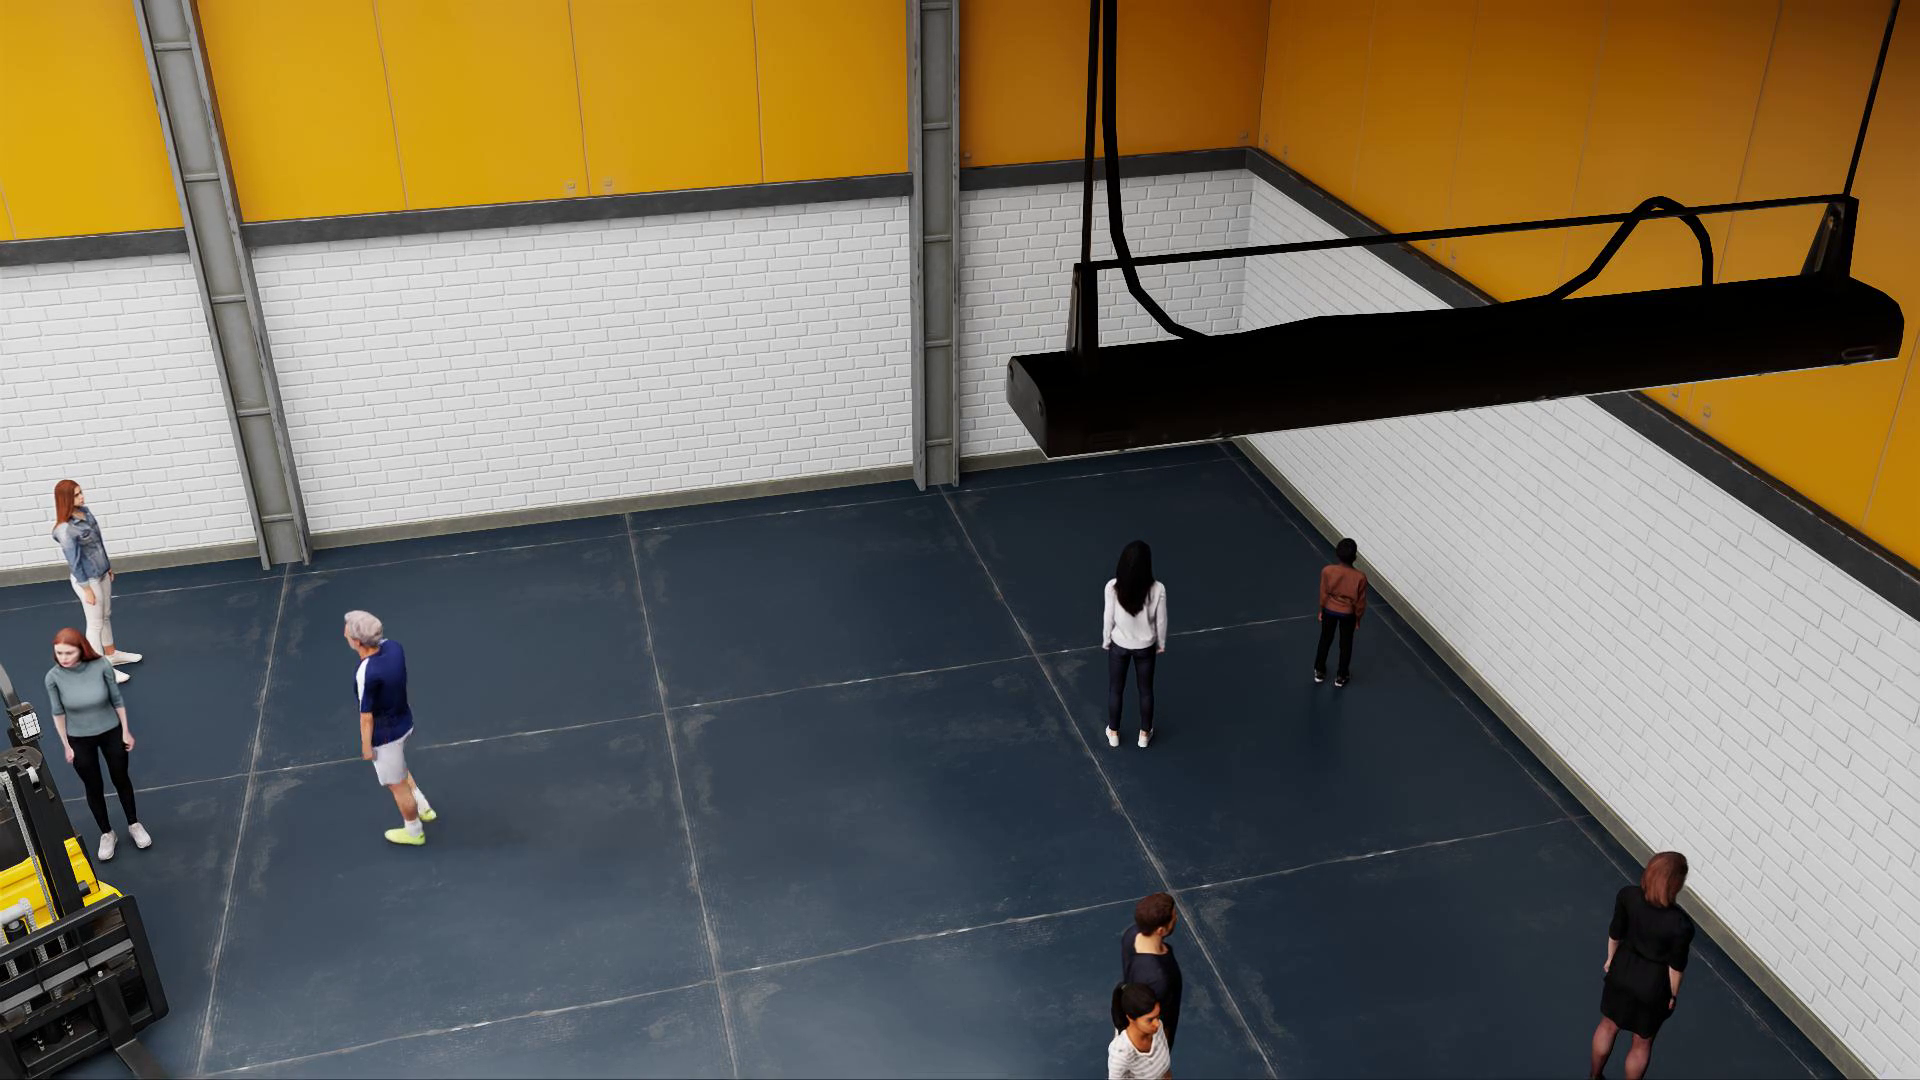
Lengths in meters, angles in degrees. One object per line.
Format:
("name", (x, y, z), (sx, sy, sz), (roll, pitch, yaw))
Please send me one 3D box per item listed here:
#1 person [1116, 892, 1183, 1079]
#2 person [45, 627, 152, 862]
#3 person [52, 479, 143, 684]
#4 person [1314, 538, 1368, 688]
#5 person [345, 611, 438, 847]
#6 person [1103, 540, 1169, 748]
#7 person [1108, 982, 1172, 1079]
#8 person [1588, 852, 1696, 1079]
("person", (0.944, 2.571, 8.589), (0.548, 1.851, 0.636), (-6, 29, -11))
("person", (-5.706, 1.319, 10.997), (0.543, 1.743, 0.678), (-14, 32, -24))
("person", (-6.759, 0.297, 12.914), (0.566, 1.701, 0.653), (-3, 29, -5))
("person", (2.946, 0.554, 12.911), (0.571, 1.252, 0.644), (13, 31, 22))
("person", (-3.706, 1.258, 11.018), (0.755, 1.830, 0.753), (3, 29, 6))
("person", (1.255, 0.754, 12.078), (0.612, 1.700, 0.749), (2, 29, 4))
("person", (0.858, 2.851, 8.288), (0.715, 1.647, 0.636), (20, 34, 32))
("person", (3.697, 2.404, 9.049), (0.640, 1.703, 0.656), (-22, 36, -35))
